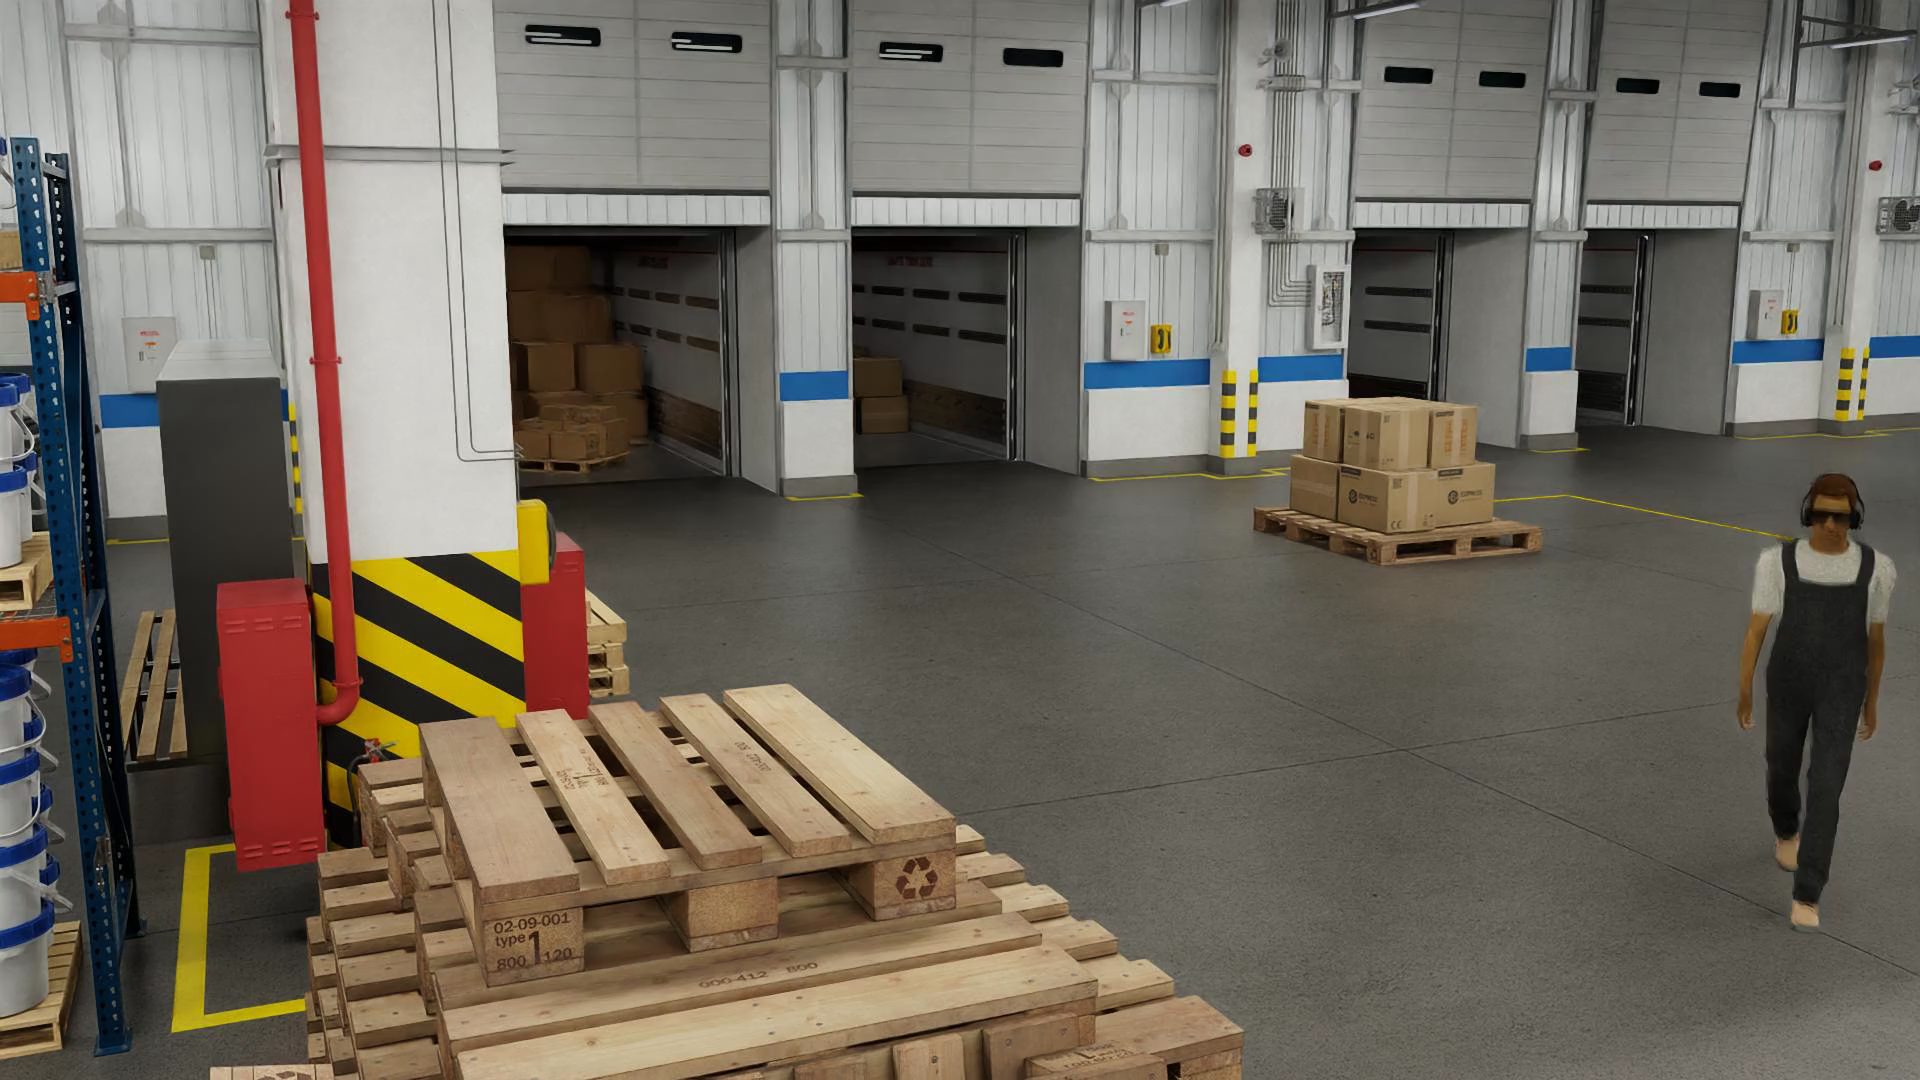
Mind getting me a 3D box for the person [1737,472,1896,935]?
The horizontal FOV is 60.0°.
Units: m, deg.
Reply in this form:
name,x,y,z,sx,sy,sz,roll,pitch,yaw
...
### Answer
name,x,y,z,sx,sy,sz,roll,pitch,yaw
person,3.495,0.603,6.828,0.521,1.813,0.916,5,11,26
